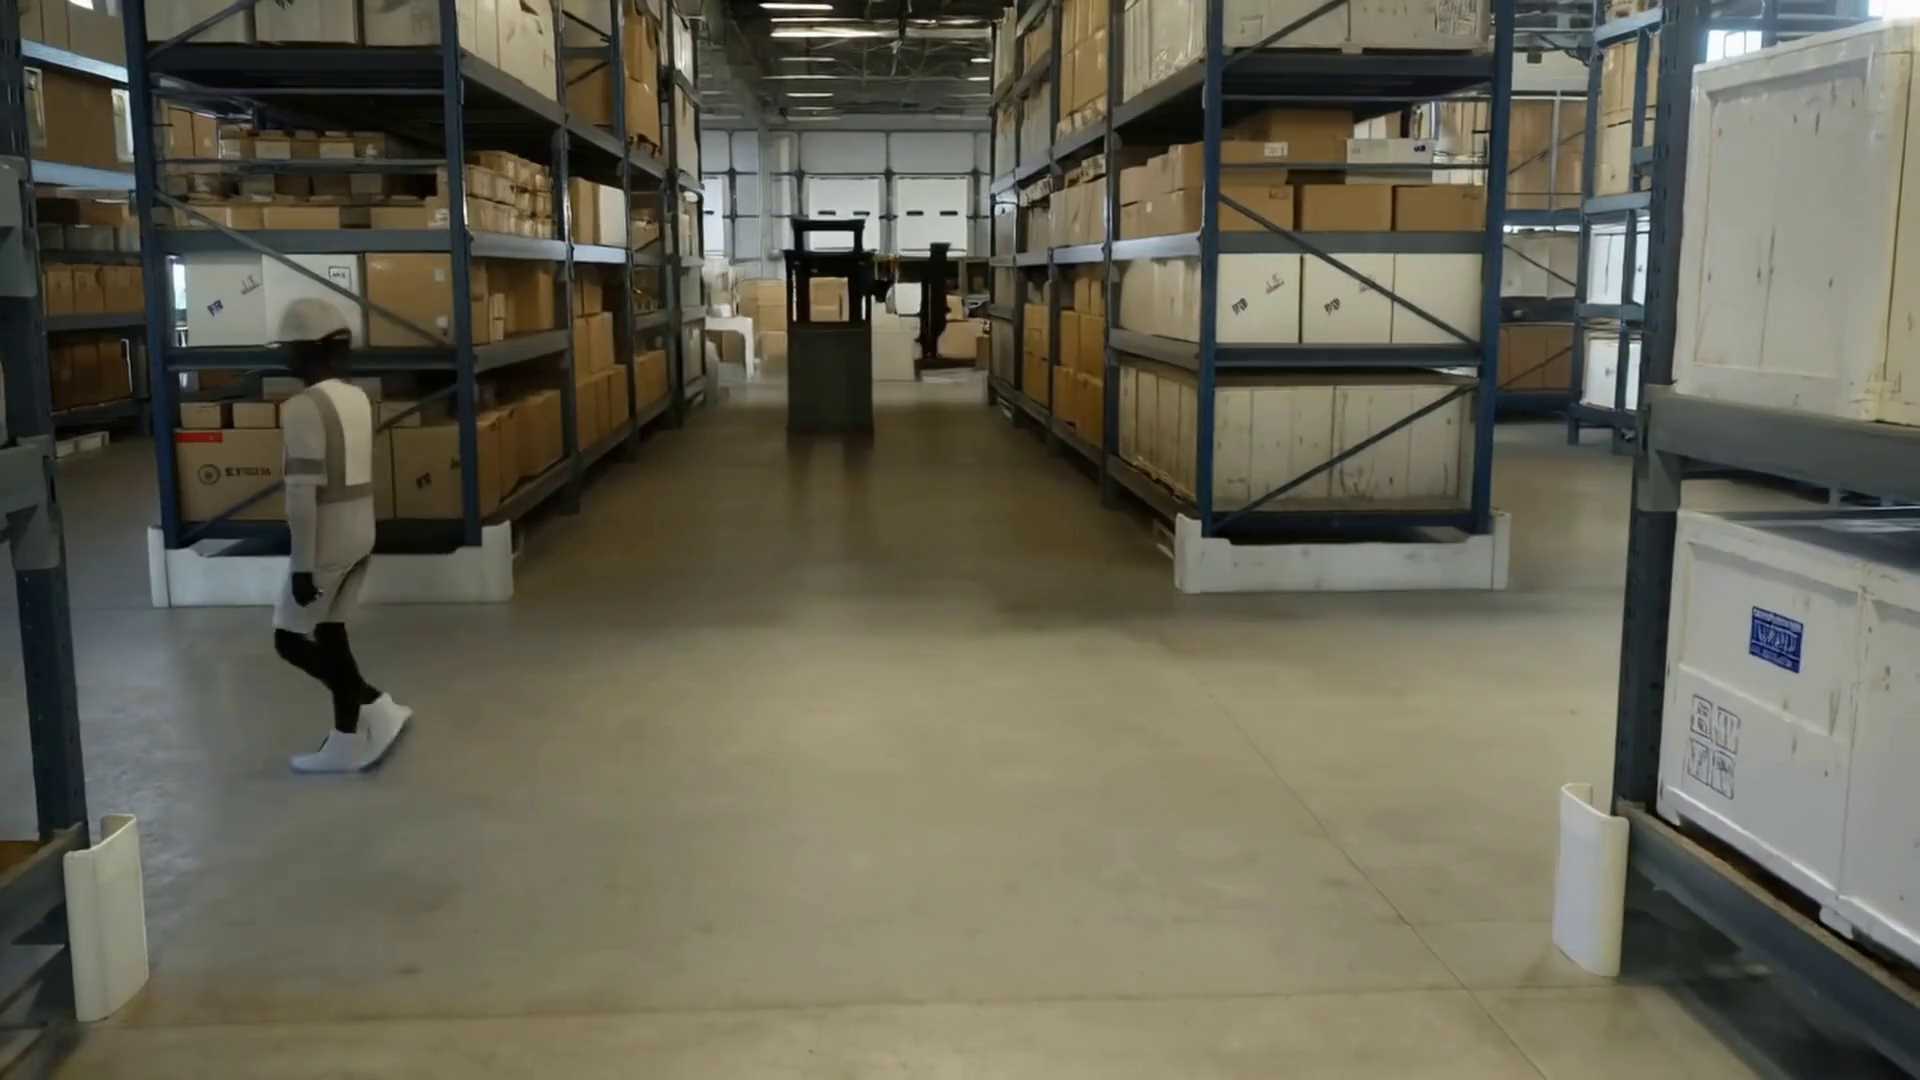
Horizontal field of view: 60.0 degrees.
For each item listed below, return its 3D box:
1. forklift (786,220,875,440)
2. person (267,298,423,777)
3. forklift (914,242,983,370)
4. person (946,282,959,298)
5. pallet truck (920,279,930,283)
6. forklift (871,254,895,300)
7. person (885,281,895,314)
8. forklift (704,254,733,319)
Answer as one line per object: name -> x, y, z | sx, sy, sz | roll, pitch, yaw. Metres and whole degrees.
forklift -> -1.704, -2.769, 21.716 | 1.129, 2.768, 1.873 | -1, 9, -4
person -> -2.572, 0.019, 6.886 | 0.526, 2.023, 0.626 | 1, 9, 5
forklift -> -0.455, -5.164, 36.755 | 1.873, 2.768, 1.129 | -1, 9, -4
person -> -0.227, -6.651, 49.113 | 0.565, 1.912, 0.541 | -4, 10, -24
pallet truck -> -0.932, -8.922, 63.114 | 1.885, 1.965, 0.823 | 2, 9, 13
forklift -> -2.650, -8.203, 55.838 | 1.129, 2.768, 1.873 | -5, 10, -30
person -> -2.069, -7.090, 51.841 | 0.628, 1.931, 0.383 | 6, 11, 31
forklift -> -8.207, -8.253, 56.154 | 1.129, 2.768, 1.873 | 1, 9, 9
